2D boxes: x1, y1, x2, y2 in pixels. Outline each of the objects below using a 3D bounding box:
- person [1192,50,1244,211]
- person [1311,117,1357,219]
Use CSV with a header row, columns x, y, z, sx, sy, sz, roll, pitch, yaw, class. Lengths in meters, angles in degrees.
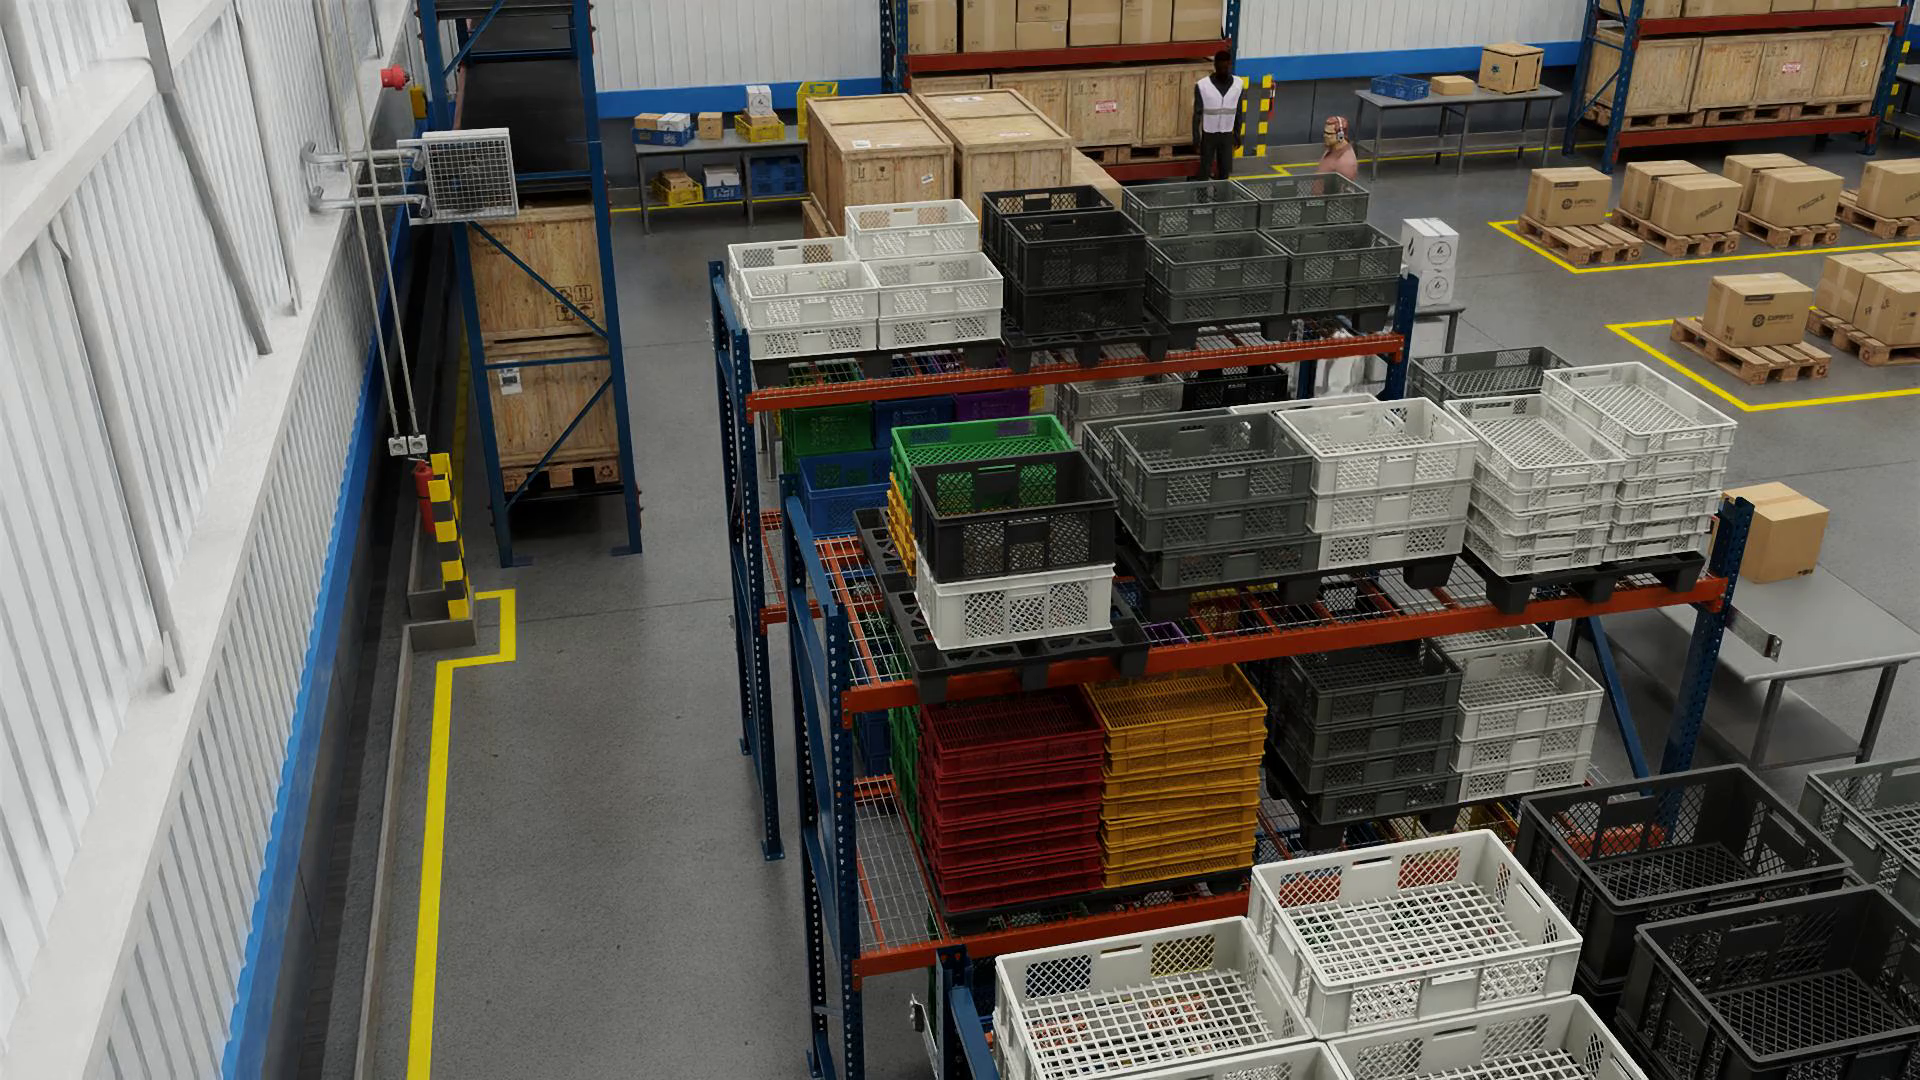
x,y,z,sx,sy,sz,roll,pitch,yaw,class
2.952,-4.679,19.157,0.597,1.908,0.409,-6,28,-11,person
3.645,-3.224,16.407,0.400,1.900,0.648,0,28,0,person
